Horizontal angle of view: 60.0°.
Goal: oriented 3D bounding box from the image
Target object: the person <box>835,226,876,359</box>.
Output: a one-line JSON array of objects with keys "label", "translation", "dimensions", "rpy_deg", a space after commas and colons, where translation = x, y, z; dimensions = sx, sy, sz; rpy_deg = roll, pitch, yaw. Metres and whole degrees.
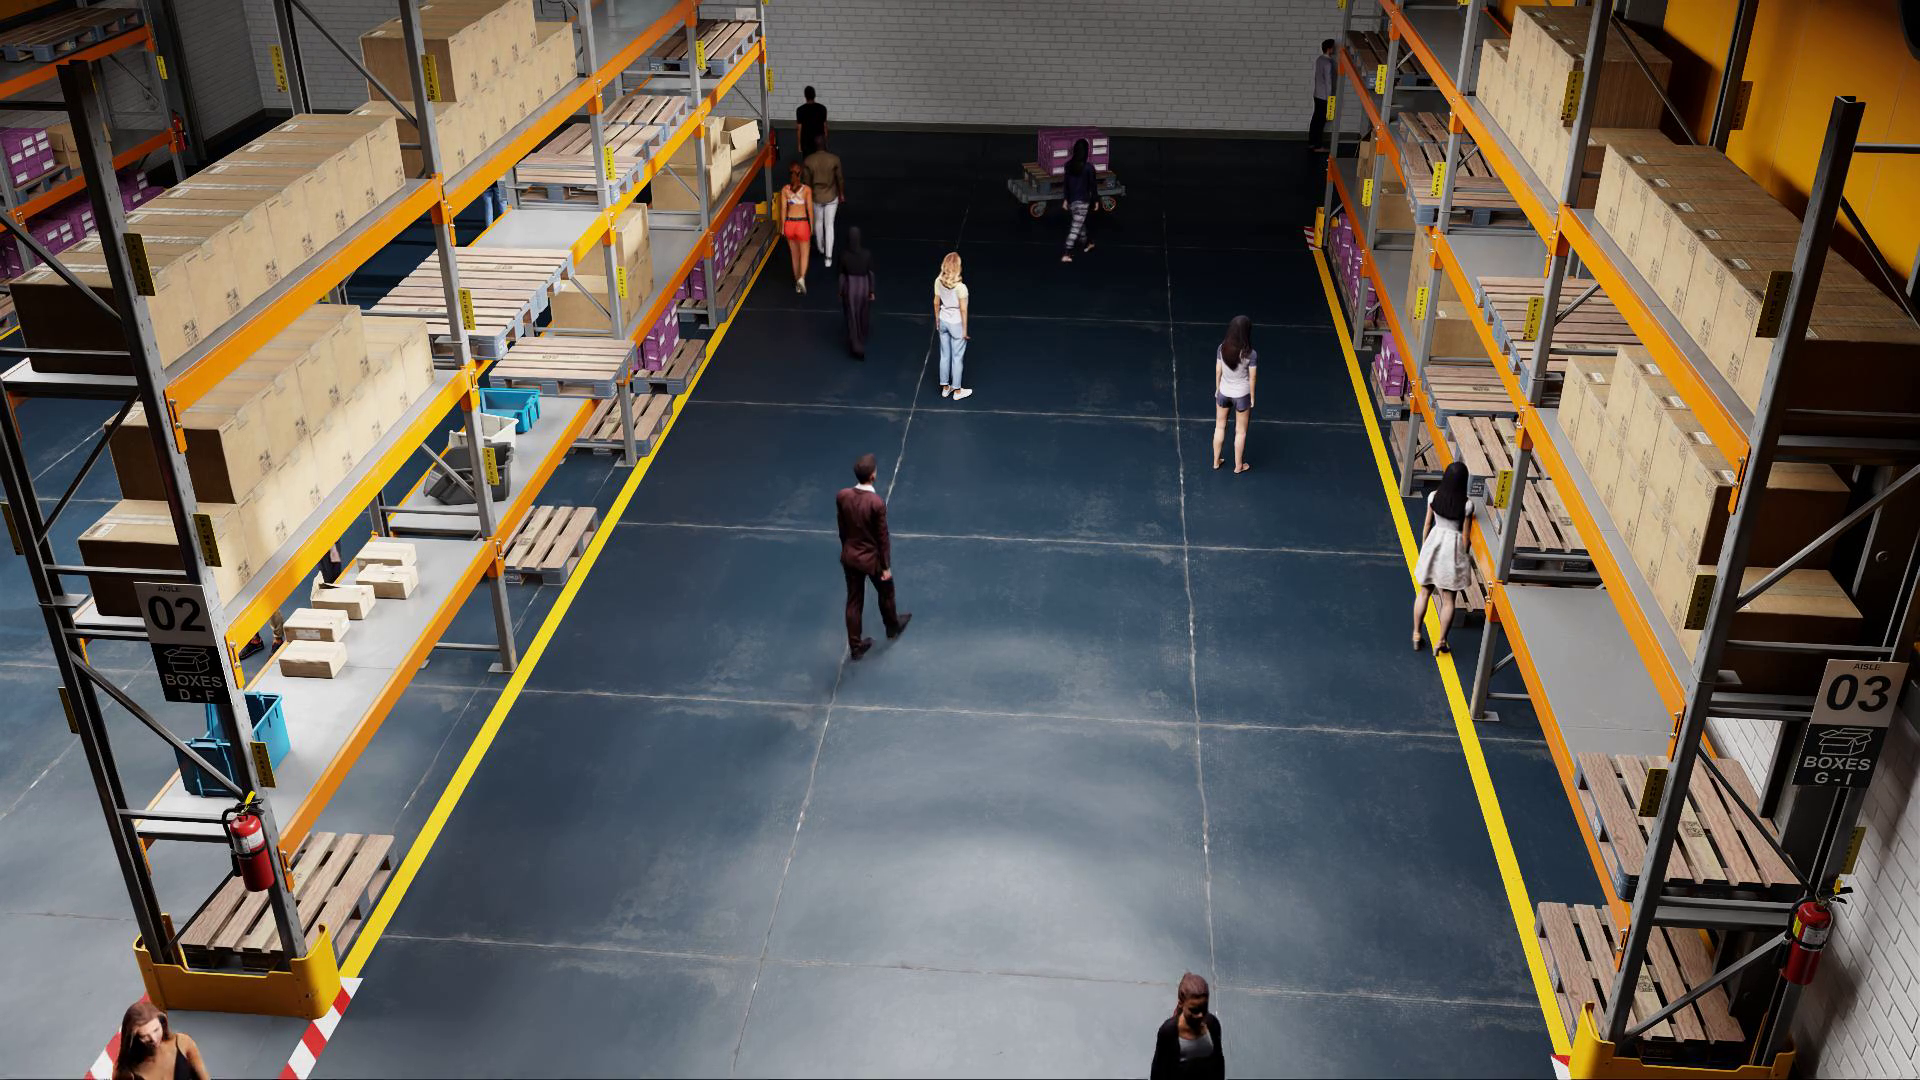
[{"label": "person", "translation": [-1.249, -2.972, 20.000], "dimensions": [0.816, 1.606, 1.122], "rpy_deg": [-5, 29, -10]}]

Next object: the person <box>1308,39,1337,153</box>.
[{"label": "person", "translation": [6.124, -7.518, 28.078], "dimensions": [0.797, 1.851, 0.603], "rpy_deg": [-5, 29, -9]}]

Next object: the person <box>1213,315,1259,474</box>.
[{"label": "person", "translation": [2.841, -1.524, 17.241], "dimensions": [0.668, 1.706, 0.660], "rpy_deg": [16, 32, 27]}]

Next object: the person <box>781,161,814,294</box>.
[{"label": "person", "translation": [-2.135, -4.045, 21.791], "dimensions": [0.616, 1.775, 0.848], "rpy_deg": [0, 29, 0]}]

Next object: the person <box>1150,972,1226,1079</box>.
[{"label": "person", "translation": [1.207, 2.962, 9.189], "dimensions": [0.734, 1.542, 0.883], "rpy_deg": [-8, 30, -15]}]

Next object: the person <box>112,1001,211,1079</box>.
[{"label": "person", "translation": [-4.217, 3.077, 8.812], "dimensions": [0.901, 1.700, 0.880], "rpy_deg": [22, 35, 34]}]

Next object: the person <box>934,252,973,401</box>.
[{"label": "person", "translation": [-0.093, -2.434, 18.892], "dimensions": [0.706, 1.722, 0.723], "rpy_deg": [21, 35, 33]}]

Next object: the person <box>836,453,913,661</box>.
[{"label": "person", "translation": [-0.834, 0.187, 13.959], "dimensions": [0.938, 1.845, 1.108], "rpy_deg": [14, 31, 24]}]

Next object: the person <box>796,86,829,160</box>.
[{"label": "person", "translation": [-2.254, -6.090, 25.558], "dimensions": [0.668, 1.756, 0.622], "rpy_deg": [-3, 29, -6]}]

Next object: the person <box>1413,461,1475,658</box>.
[{"label": "person", "translation": [4.104, 0.152, 14.102], "dimensions": [0.776, 1.769, 0.802], "rpy_deg": [19, 34, 31]}]

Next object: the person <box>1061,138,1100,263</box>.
[{"label": "person", "translation": [1.607, -4.651, 22.994], "dimensions": [0.983, 1.687, 1.192], "rpy_deg": [18, 34, 30]}]

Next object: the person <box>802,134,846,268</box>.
[{"label": "person", "translation": [-1.855, -4.622, 22.850], "dimensions": [0.819, 1.773, 1.204], "rpy_deg": [-1, 29, -2]}]
